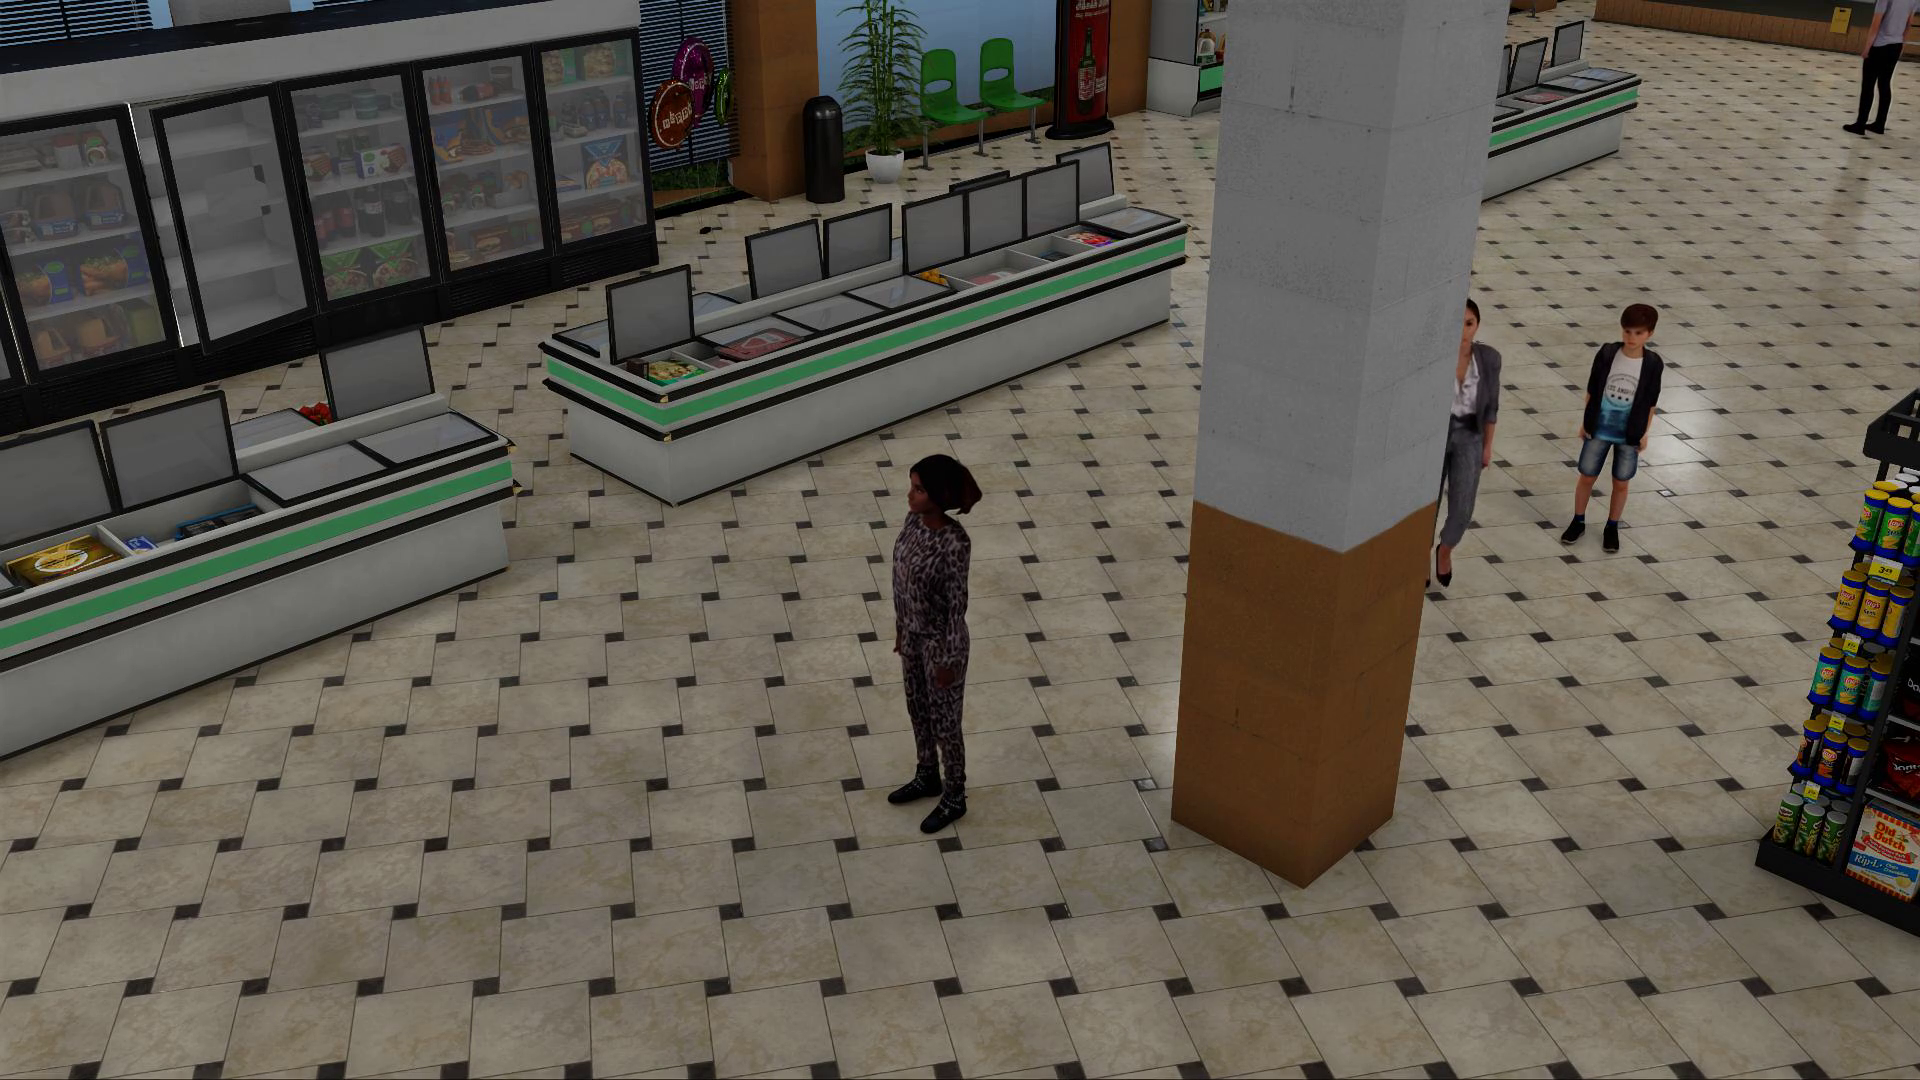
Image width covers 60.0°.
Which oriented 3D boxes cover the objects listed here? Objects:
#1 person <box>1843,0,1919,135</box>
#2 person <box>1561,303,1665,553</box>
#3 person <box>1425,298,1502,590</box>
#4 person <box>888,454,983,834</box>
[{"bbox_3d":[10.248,-5.450,18.416,0.676,1.863,0.798,-7,28,-14],"label":"person"},{"bbox_3d":[3.706,-0.641,9.393,0.598,1.446,0.604,13,29,23],"label":"person"},{"bbox_3d":[2.613,-0.521,8.918,0.741,1.663,0.766,5,27,10],"label":"person"},{"bbox_3d":[-0.109,0.432,6.982,0.632,1.713,0.626,-16,31,-28],"label":"person"}]
